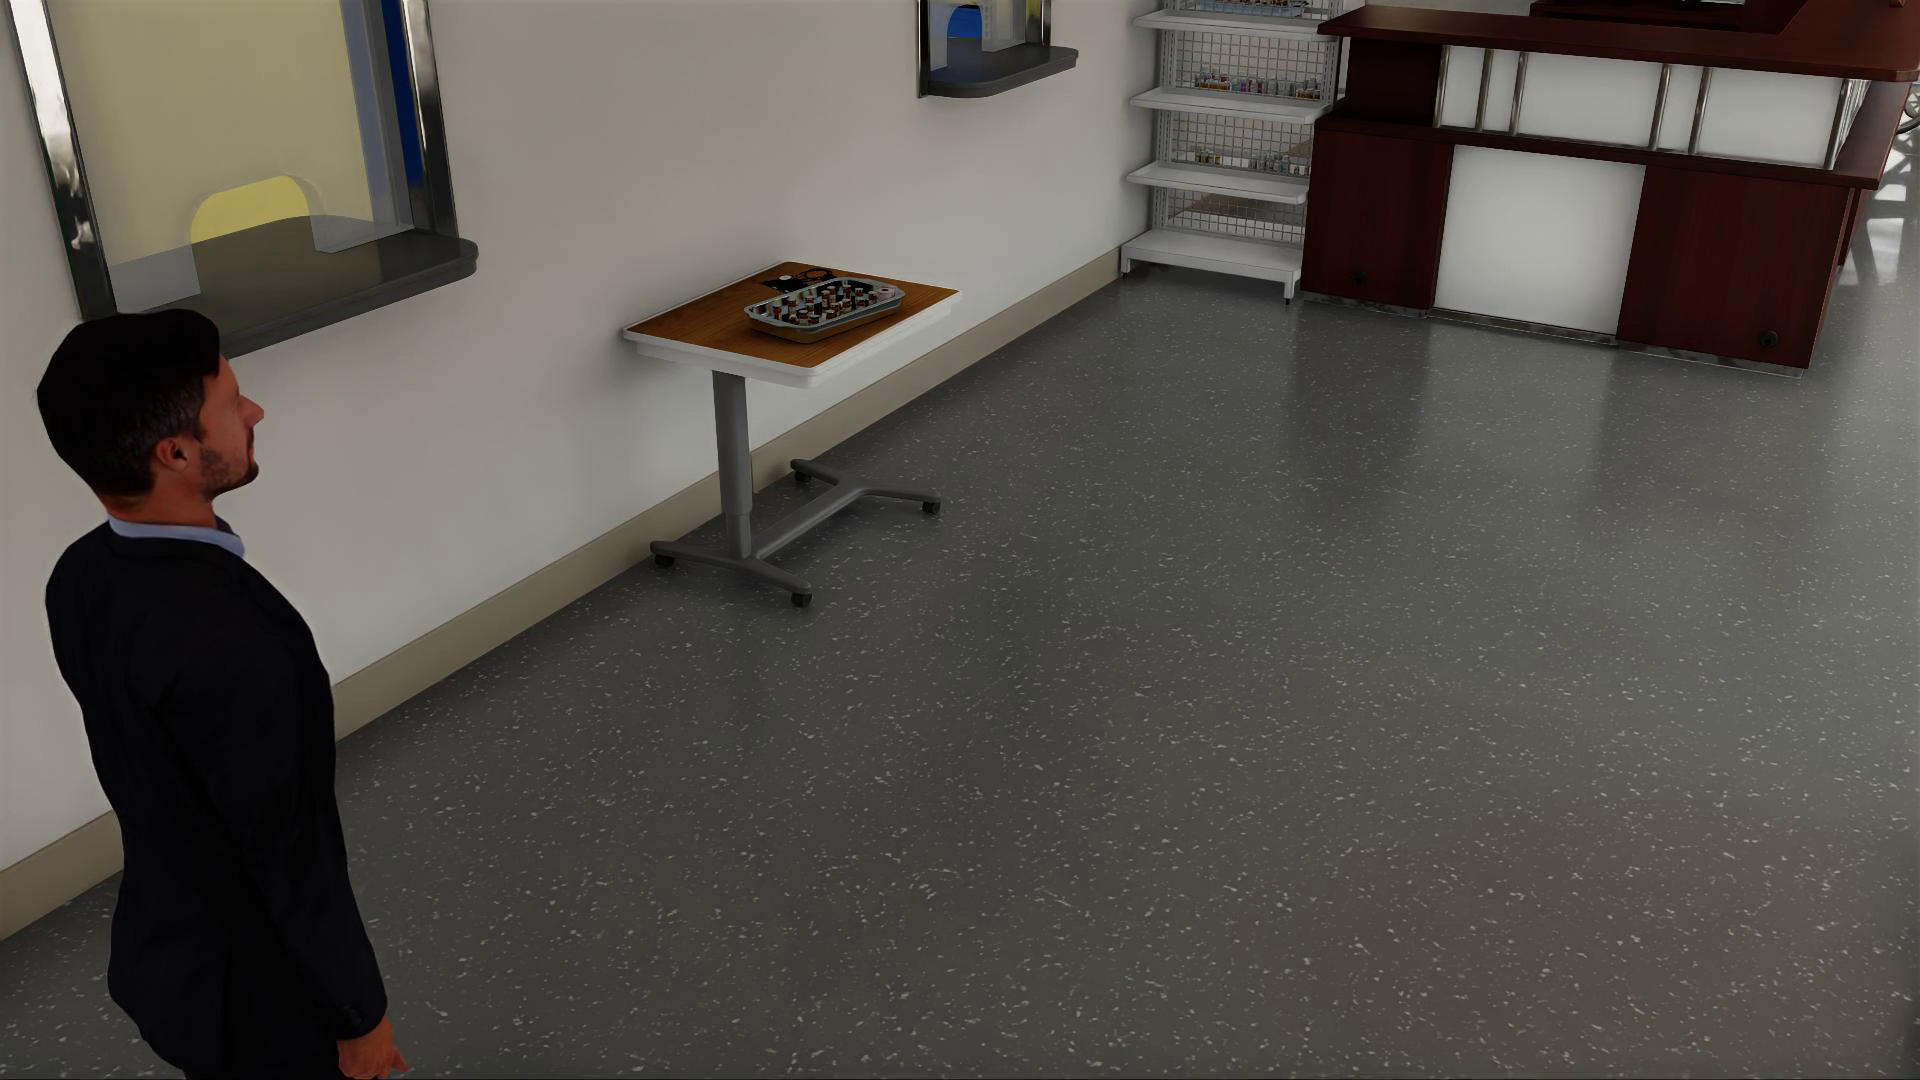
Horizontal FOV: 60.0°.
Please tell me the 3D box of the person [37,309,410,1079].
[{"bbox_3d":[-0.996,0.580,2.364,0.578,1.868,0.725,19,32,35],"label":"person"}]
